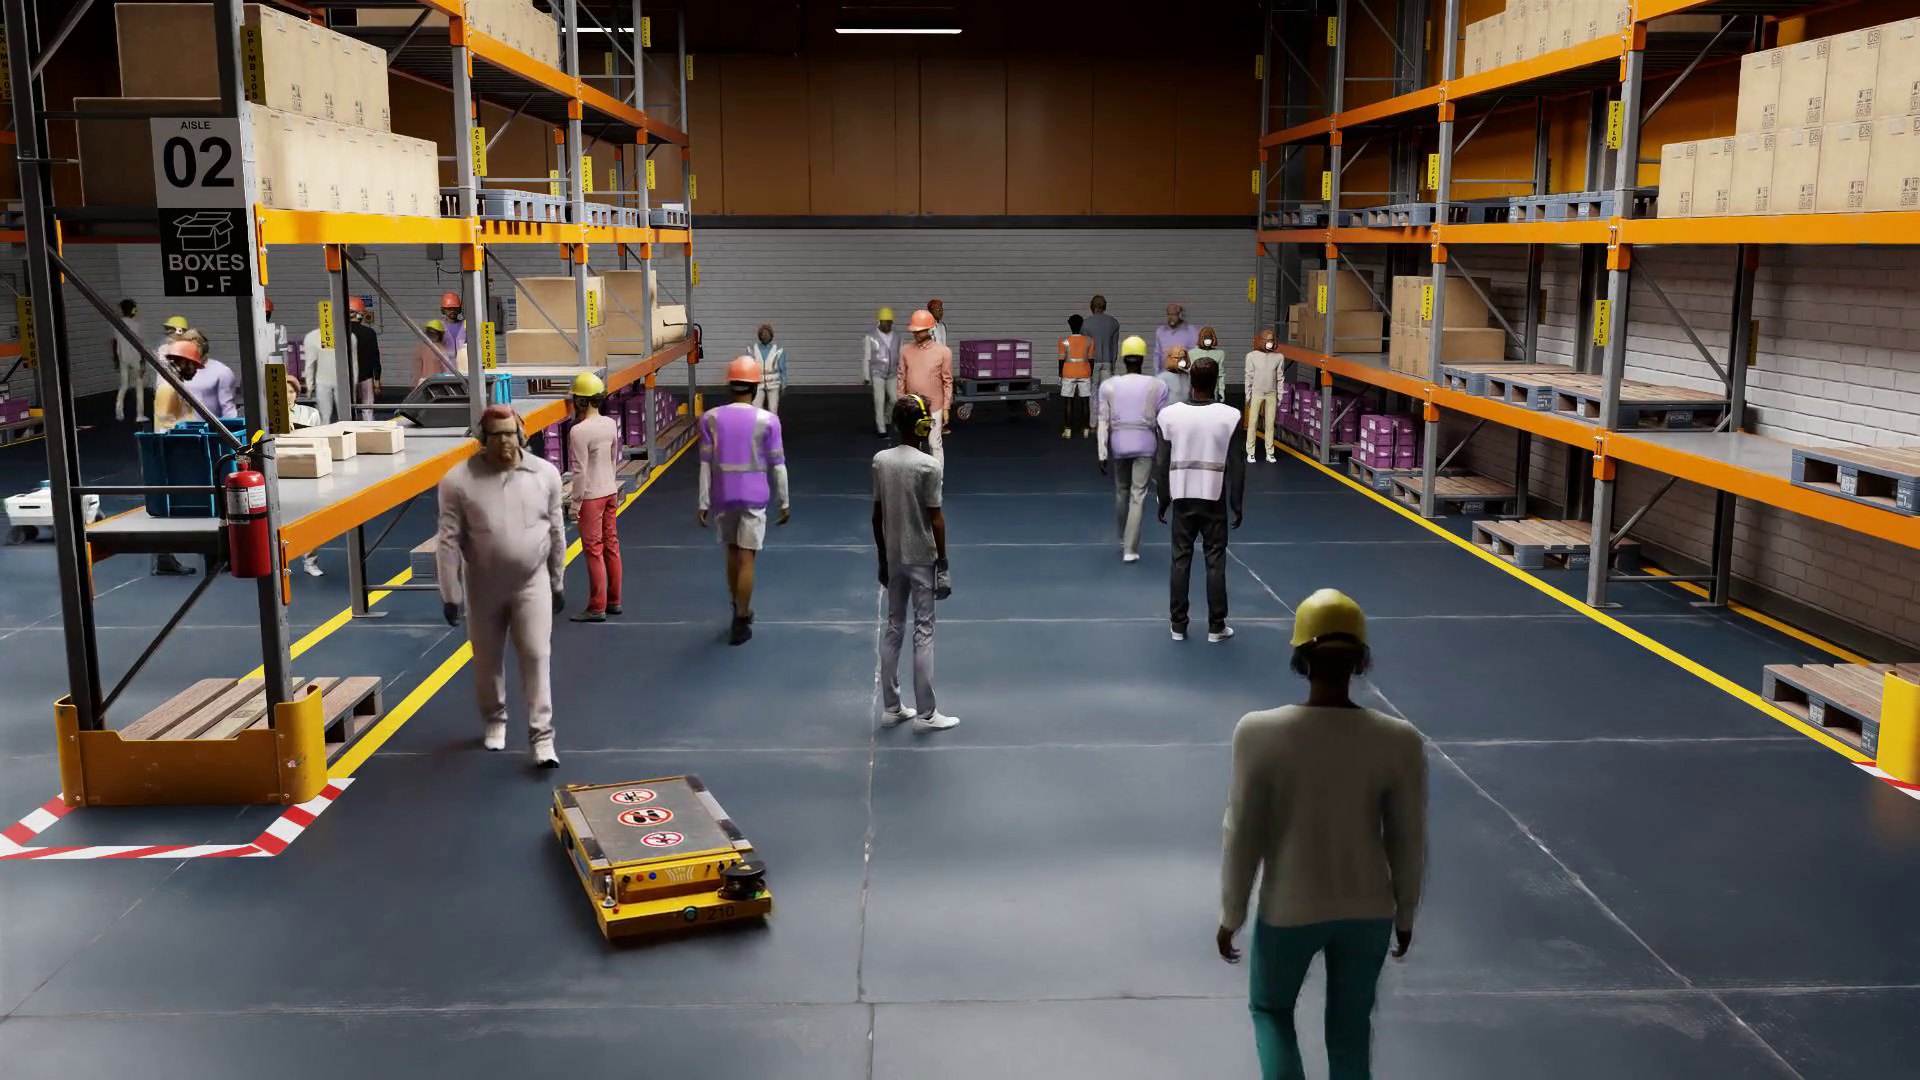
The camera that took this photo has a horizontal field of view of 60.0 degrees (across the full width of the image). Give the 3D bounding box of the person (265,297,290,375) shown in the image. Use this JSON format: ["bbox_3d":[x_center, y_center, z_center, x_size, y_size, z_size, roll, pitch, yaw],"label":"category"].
[{"bbox_3d":[-9.278,-2.277,22.318,0.545,1.938,0.358,-3,11,-18],"label":"person"}]

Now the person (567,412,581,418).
[{"bbox_3d":[-5.632,-2.643,24.248,0.615,1.990,1.056,-1,10,-7],"label":"person"}]

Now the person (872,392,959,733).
[{"bbox_3d":[-0.254,0.125,9.126,0.514,1.872,0.328,8,13,38],"label":"person"}]

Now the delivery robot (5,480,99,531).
[{"bbox_3d":[-8.108,-0.293,14.857,0.707,0.478,0.477,-1,10,-5],"label":"delivery robot"}]

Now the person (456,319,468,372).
[{"bbox_3d":[-5.208,-1.474,17.906,0.399,1.919,0.589,0,10,0],"label":"person"}]

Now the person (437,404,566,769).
[{"bbox_3d":[-2.332,0.237,8.536,0.657,1.854,0.931,-4,11,-21],"label":"person"}]

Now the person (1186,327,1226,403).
[{"bbox_3d":[3.049,-1.827,20.658,0.499,1.634,0.279,-1,10,-3],"label":"person"}]

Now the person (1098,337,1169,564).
[{"bbox_3d":[1.495,-0.781,14.151,0.597,1.878,0.982,3,11,18],"label":"person"}]

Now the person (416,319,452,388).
[{"bbox_3d":[-6.582,-1.872,20.622,0.535,1.730,0.780,8,13,37],"label":"person"}]

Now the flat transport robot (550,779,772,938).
[{"bbox_3d":[-1.310,1.292,7.079,0.652,0.197,1.431,-4,11,-22],"label":"flat transport robot"}]

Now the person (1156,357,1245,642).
[{"bbox_3d":[1.608,-0.267,11.173,0.591,1.918,0.383,4,11,19],"label":"person"}]

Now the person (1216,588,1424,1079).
[{"bbox_3d":[0.981,1.006,4.565,0.577,1.741,0.447,0,10,-1],"label":"person"}]

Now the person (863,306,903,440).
[{"bbox_3d":[-1.034,-2.263,22.571,0.611,1.813,0.445,-5,11,-24],"label":"person"}]

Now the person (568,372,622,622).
[{"bbox_3d":[-2.601,-0.302,11.788,0.306,1.772,0.525,3,11,18],"label":"person"}]

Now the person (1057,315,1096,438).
[{"bbox_3d":[1.587,-2.230,22.742,0.532,1.693,0.319,-2,10,-9],"label":"person"}]

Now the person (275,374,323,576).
[{"bbox_3d":[-5.321,-0.499,13.252,0.521,1.636,0.311,-8,13,-38],"label":"person"}]

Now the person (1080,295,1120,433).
[{"bbox_3d":[1.936,-2.470,23.390,0.629,1.940,0.372,-5,12,-28],"label":"person"}]

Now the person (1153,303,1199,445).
[{"bbox_3d":[2.815,-2.155,21.801,0.683,1.885,0.558,6,12,29],"label":"person"}]

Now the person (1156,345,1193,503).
[{"bbox_3d":[2.211,-1.176,17.033,0.509,1.632,0.267,-7,12,-34],"label":"person"}]

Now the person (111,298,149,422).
[{"bbox_3d":[-12.324,-2.649,24.618,0.521,1.856,0.678,-1,10,-3],"label":"person"}]

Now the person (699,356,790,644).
[{"bbox_3d":[-1.440,-0.289,11.315,0.571,1.905,0.823,2,10,11],"label":"person"}]

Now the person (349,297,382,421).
[{"bbox_3d":[-7.514,-2.027,20.770,0.622,1.990,0.396,1,10,8],"label":"person"}]

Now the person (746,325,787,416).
[{"bbox_3d":[-2.482,-1.927,21.259,0.541,1.608,0.708,0,10,-2],"label":"person"}]

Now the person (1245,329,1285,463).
[{"bbox_3d":[3.700,-1.747,20.239,0.497,1.629,0.277,-1,10,-7],"label":"person"}]

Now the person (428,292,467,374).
[{"bbox_3d":[-6.414,-2.114,21.120,0.607,2.044,0.378,-6,12,-29],"label":"person"}]

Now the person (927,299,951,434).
[{"bbox_3d":[-0.347,-2.395,23.131,0.353,1.883,0.577,7,12,33],"label":"person"}]

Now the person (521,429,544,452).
[{"bbox_3d":[-5.434,-2.044,21.333,0.622,1.835,0.430,-7,12,-32],"label":"person"}]

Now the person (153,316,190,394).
[{"bbox_3d":[-9.427,-1.782,19.969,0.553,1.789,0.625,-3,11,-17],"label":"person"}]

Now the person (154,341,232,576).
[{"bbox_3d":[-6.197,-0.654,13.432,0.756,1.883,0.585,-4,11,-23],"label":"person"}]

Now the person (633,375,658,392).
[{"bbox_3d":[-4.814,-2.806,25.270,0.550,1.933,0.374,-1,10,-7],"label":"person"}]

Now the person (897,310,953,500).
[{"bbox_3d":[-0.378,-1.371,17.141,0.609,1.985,0.392,4,11,22],"label":"person"}]

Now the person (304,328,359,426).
[{"bbox_3d":[-7.606,-1.876,20.159,0.645,1.916,0.476,-6,12,-29],"label":"person"}]

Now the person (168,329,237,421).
[{"bbox_3d":[-6.658,-0.893,14.643,0.641,1.924,0.398,1,10,5],"label":"person"}]
